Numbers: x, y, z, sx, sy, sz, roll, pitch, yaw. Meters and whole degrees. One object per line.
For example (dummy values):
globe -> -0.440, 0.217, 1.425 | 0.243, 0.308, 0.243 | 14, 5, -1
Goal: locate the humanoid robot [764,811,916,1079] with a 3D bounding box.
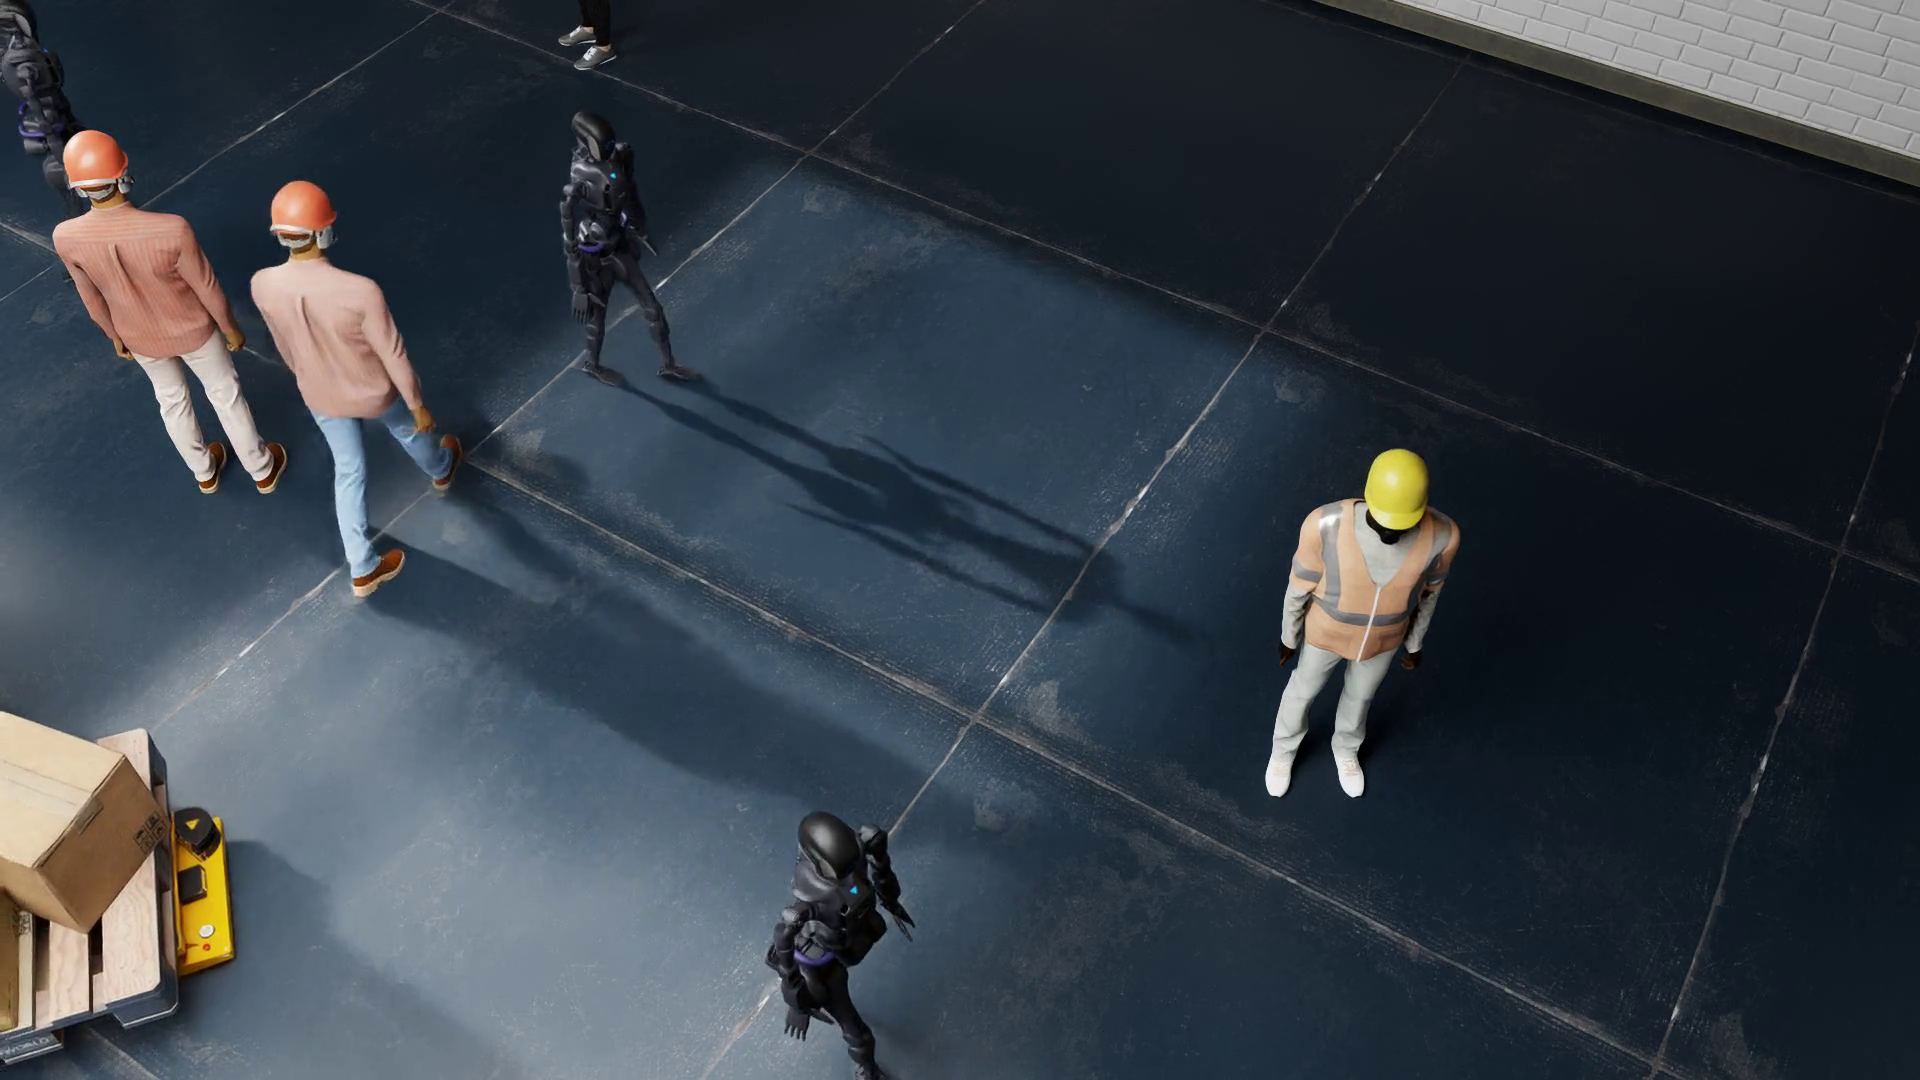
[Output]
humanoid robot -> -0.465, 1.364, 5.734 | 0.786, 1.648, 0.603 | 29, 55, 23

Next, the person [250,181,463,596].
person -> -2.647, -0.674, 7.313 | 0.673, 1.921, 1.031 | 6, 49, 5

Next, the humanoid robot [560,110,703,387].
humanoid robot -> -1.681, -1.363, 8.079 | 0.631, 1.637, 0.612 | 21, 52, 18

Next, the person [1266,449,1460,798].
person -> 1.525, 0.348, 6.411 | 0.586, 1.927, 0.366 | 1, 49, 1

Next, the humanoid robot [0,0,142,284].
humanoid robot -> -4.675, -2.101, 8.732 | 0.709, 1.628, 0.590 | -17, 51, -14

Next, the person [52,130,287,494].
person -> -3.574, -0.976, 7.531 | 0.611, 1.987, 0.402 | -2, 49, -2

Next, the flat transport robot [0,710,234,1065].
flat transport robot -> -3.610, 1.537, 6.472 | 1.431, 0.231, 0.659 | -15, 51, -13

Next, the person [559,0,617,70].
person -> -2.368, -3.720, 10.076 | 0.430, 1.757, 0.769 | -20, 52, -17
